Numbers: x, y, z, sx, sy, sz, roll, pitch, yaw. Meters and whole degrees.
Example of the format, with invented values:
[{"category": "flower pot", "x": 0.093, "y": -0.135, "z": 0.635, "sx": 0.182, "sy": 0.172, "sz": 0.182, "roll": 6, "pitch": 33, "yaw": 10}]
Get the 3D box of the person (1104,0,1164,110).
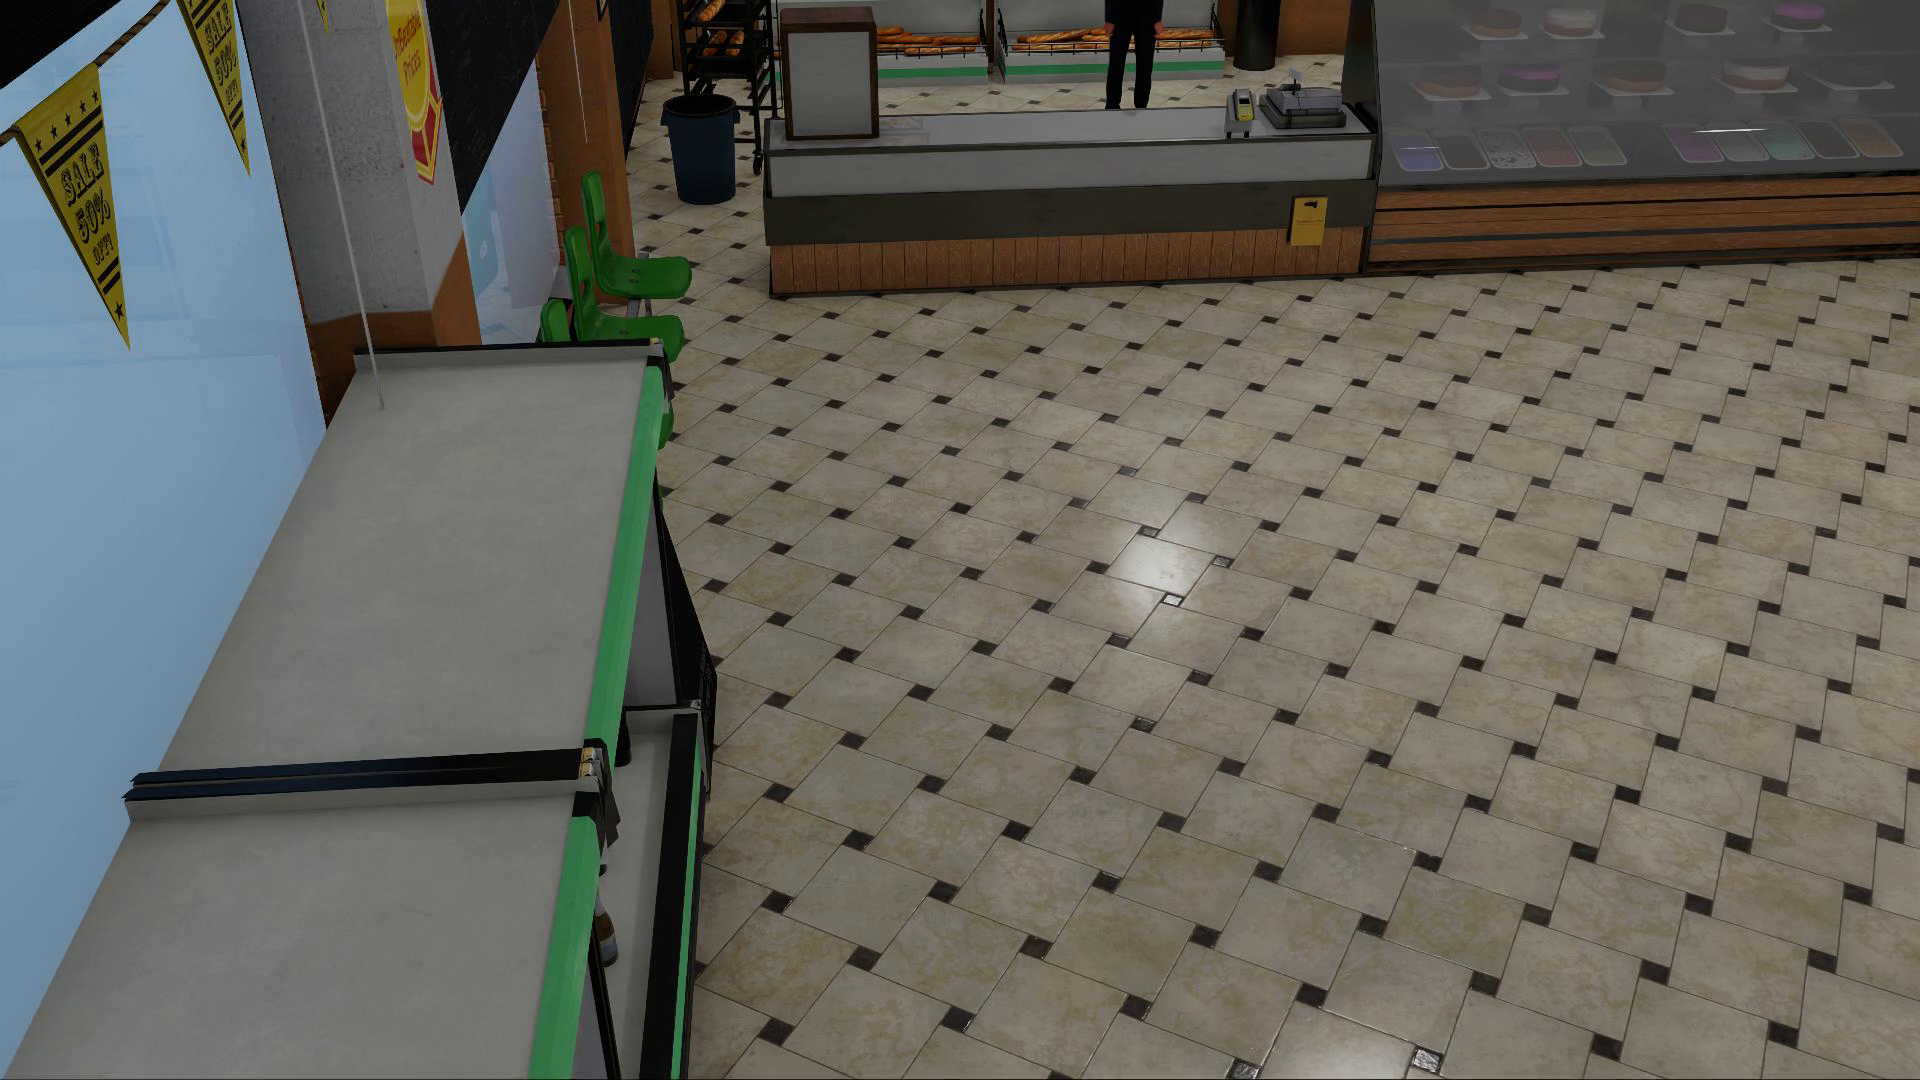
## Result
[{"category": "person", "x": 1.416, "y": -4.244, "z": 13.474, "sx": 0.626, "sy": 1.868, "sz": 0.561, "roll": -3, "pitch": 32, "yaw": -4}]
